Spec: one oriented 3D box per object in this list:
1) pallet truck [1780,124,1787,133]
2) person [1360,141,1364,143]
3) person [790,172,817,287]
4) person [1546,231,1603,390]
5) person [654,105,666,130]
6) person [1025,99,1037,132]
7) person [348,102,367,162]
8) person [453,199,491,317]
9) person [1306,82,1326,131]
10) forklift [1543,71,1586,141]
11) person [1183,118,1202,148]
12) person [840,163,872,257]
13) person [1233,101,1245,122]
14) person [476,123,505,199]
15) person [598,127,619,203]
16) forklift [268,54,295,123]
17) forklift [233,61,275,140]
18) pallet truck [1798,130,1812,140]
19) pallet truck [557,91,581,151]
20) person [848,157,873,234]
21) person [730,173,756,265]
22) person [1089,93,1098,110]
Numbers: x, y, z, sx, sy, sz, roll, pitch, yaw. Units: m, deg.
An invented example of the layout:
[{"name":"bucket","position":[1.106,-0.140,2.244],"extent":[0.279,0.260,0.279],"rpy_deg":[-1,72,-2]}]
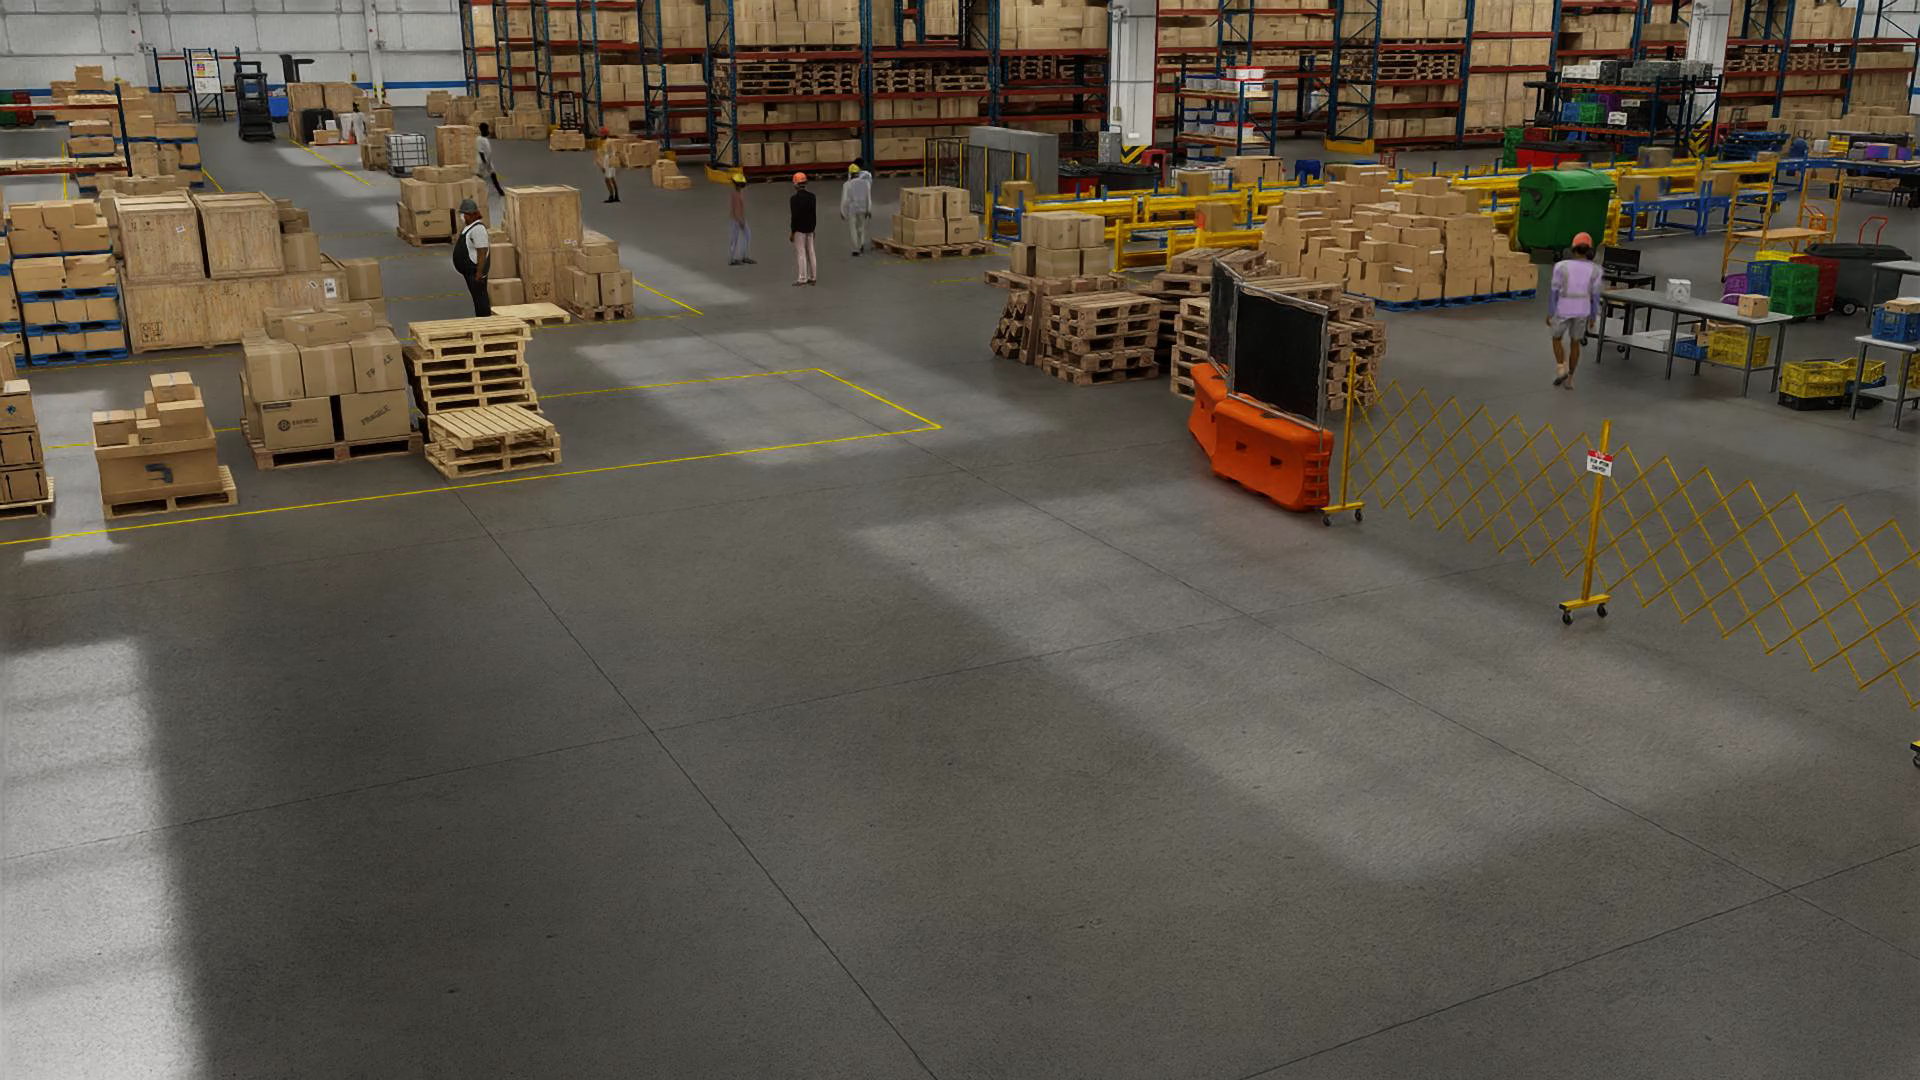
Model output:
[{"name":"pallet truck","position":[25.206,-12.542,52.601],"extent":[1.601,1.201,0.680],"rpy_deg":[0,18,-2]},{"name":"person","position":[14.441,-14.869,59.238],"extent":[0.507,1.612,0.498],"rpy_deg":[-10,20,-27]},{"name":"person","position":[-2.776,-5.458,29.280],"extent":[0.391,1.990,0.621],"rpy_deg":[13,22,35]},{"name":"person","position":[7.880,-2.942,21.387],"extent":[0.633,2.023,0.425],"rpy_deg":[3,18,8]},{"name":"person","position":[-11.316,-16.042,62.902],"extent":[0.810,1.606,0.514],"rpy_deg":[-7,19,-21]},{"name":"person","position":[2.429,-13.421,54.274],"extent":[0.785,1.881,0.673],"rpy_deg":[-5,18,-14]},{"name":"person","position":[-19.251,-12.989,52.989],"extent":[0.529,1.852,0.596],"rpy_deg":[12,21,32]},{"name":"person","position":[-7.302,-4.075,24.893],"extent":[0.539,2.000,0.689],"rpy_deg":[-8,20,-24]},{"name":"person","position":[14.136,-17.239,66.184],"extent":[0.983,1.892,0.560],"rpy_deg":[-7,19,-20]},{"name":"forklift","position":[18.685,-13.231,52.085],"extent":[1.873,2.768,1.129],"rpy_deg":[-9,20,-26]},{"name":"person","position":[6.932,-11.847,49.696],"extent":[0.546,1.671,0.569],"rpy_deg":[12,21,33]},{"name":"person","position":[-2.074,-6.528,32.903],"extent":[0.620,1.808,0.545],"rpy_deg":[-9,20,-25]},{"name":"person","position":[10.708,-16.572,64.036],"extent":[0.505,1.926,0.649],"rpy_deg":[-10,20,-29]},{"name":"person","position":[-12.145,-9.712,42.676],"extent":[1.022,1.908,0.627],"rpy_deg":[2,18,7]},{"name":"person","position":[-8.855,-9.451,41.898],"extent":[0.388,1.898,0.694],"rpy_deg":[-2,18,-6]},{"name":"forklift","position":[-28.414,-19.135,70.490],"extent":[1.873,2.768,1.129],"rpy_deg":[-9,20,-26]},{"name":"forklift","position":[-26.340,-16.357,61.827],"extent":[1.129,2.768,1.873],"rpy_deg":[-9,20,-27]},{"name":"pallet truck","position":[25.526,-11.556,49.408],"extent":[1.630,1.274,0.653],"rpy_deg":[-9,20,-26]},{"name":"pallet truck","position":[-13.495,-14.412,57.188],"extent":[0.823,1.965,1.885],"rpy_deg":[-3,18,-9]},{"name":"person","position":[-2.151,-7.396,35.816],"extent":[0.540,1.679,0.568],"rpy_deg":[3,18,8]},{"name":"person","position":[-4.137,-6.105,31.676],"extent":[0.622,1.743,0.556],"rpy_deg":[1,18,2]},{"name":"person","position":[5.529,-18.141,69.301],"extent":[0.322,1.694,0.535],"rpy_deg":[-15,23,-38]}]
